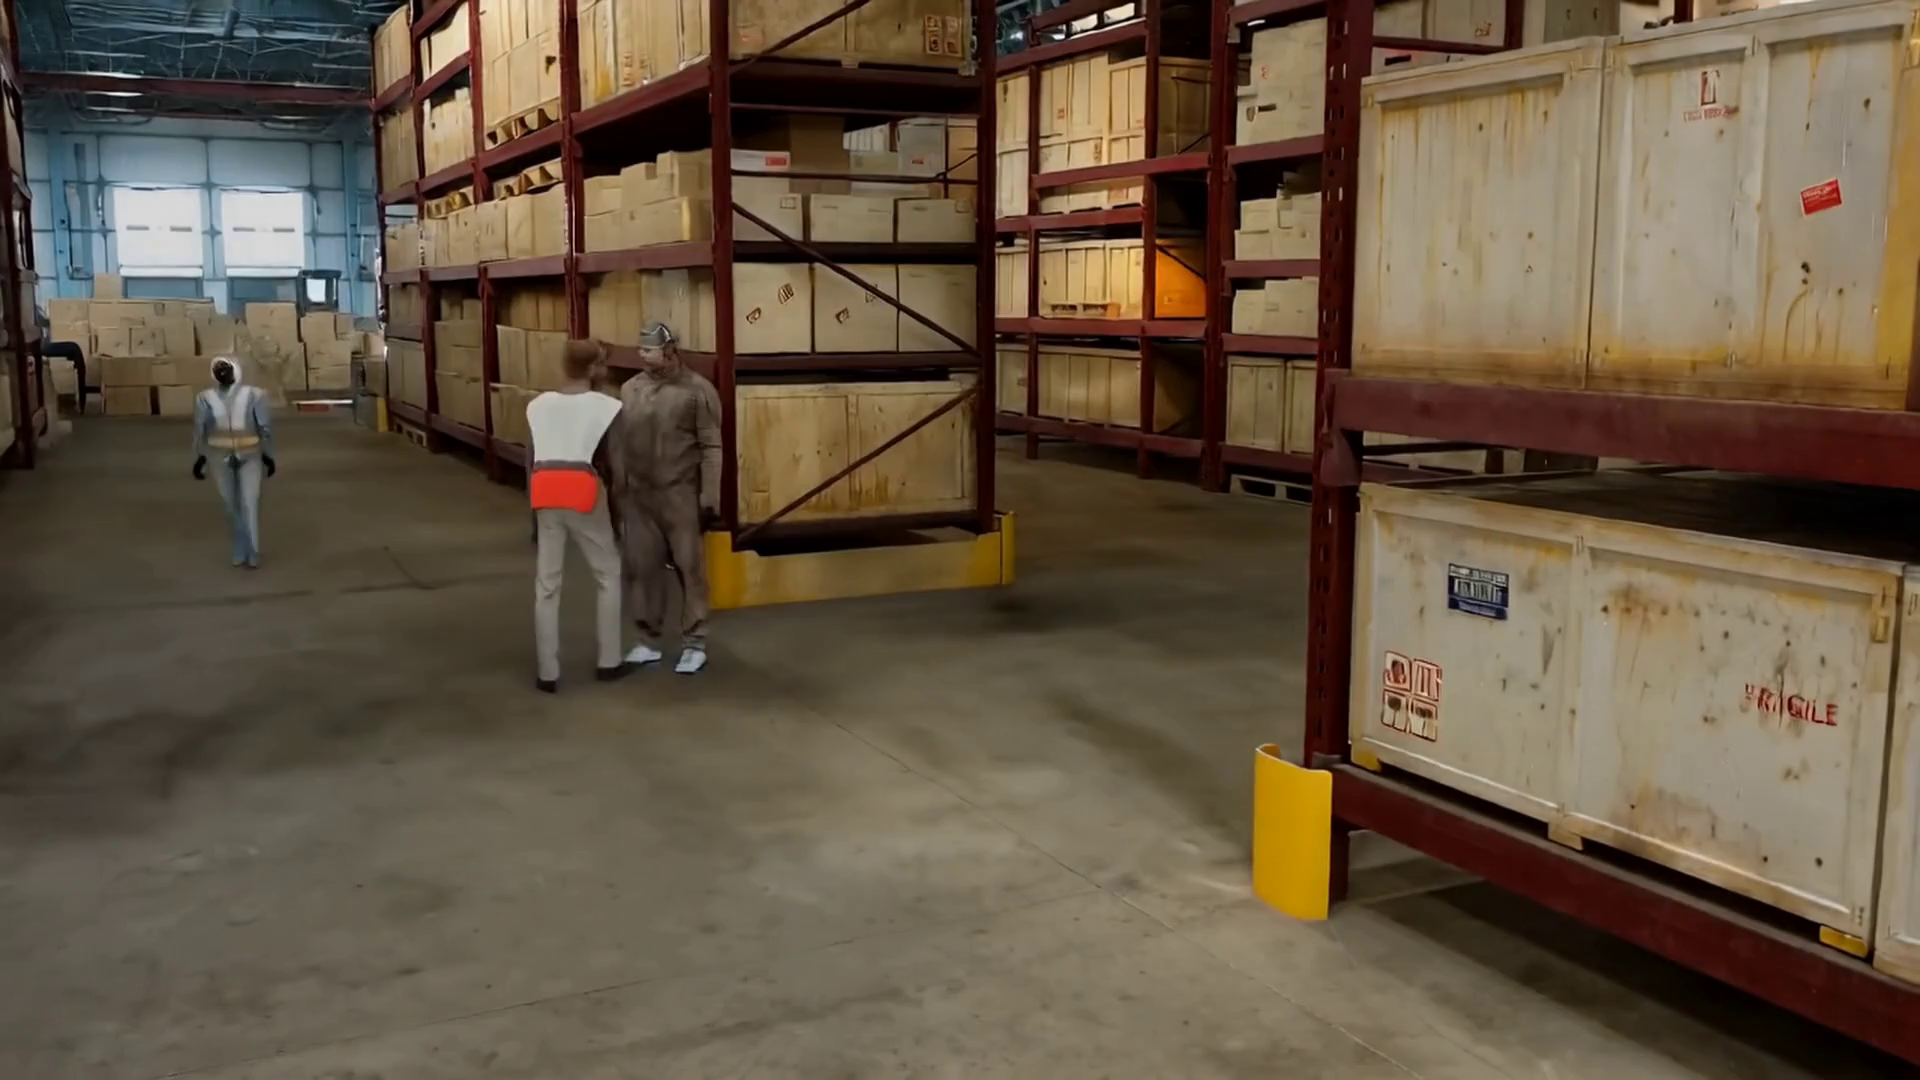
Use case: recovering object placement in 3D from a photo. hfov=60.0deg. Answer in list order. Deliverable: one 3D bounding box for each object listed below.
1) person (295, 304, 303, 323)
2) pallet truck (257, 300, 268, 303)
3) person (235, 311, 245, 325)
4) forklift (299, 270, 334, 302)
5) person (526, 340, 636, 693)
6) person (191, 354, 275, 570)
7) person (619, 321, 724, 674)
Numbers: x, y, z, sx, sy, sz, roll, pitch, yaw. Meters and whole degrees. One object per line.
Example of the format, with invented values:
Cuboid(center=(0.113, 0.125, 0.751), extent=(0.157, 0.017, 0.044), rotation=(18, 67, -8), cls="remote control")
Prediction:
Cuboid(center=(-18.106, -5.469, 45.114), extent=(0.645, 1.918, 0.596), rotation=(-8, 11, -43), cls="person")
Cuboid(center=(-23.913, -7.404, 58.171), extent=(1.885, 1.965, 0.823), rotation=(-1, 8, -9), cls="pallet truck")
Cuboid(center=(-25.209, -7.256, 58.536), extent=(0.594, 1.598, 0.652), rotation=(-1, 8, -4), cls="person")
Cuboid(center=(-18.345, -6.292, 47.477), extent=(1.129, 2.768, 1.873), rotation=(-5, 10, -32), cls="forklift")
Cuboid(center=(-1.977, -0.124, 8.650), extent=(0.562, 1.804, 0.609), rotation=(2, 8, 11), cls="person")
Cuboid(center=(-5.400, -0.565, 12.326), extent=(0.548, 1.599, 0.803), rotation=(-2, 9, -15), cls="person")
Cuboid(center=(-1.599, -0.227, 9.011), extent=(0.643, 1.905, 0.399), rotation=(4, 9, 23), cls="person")
